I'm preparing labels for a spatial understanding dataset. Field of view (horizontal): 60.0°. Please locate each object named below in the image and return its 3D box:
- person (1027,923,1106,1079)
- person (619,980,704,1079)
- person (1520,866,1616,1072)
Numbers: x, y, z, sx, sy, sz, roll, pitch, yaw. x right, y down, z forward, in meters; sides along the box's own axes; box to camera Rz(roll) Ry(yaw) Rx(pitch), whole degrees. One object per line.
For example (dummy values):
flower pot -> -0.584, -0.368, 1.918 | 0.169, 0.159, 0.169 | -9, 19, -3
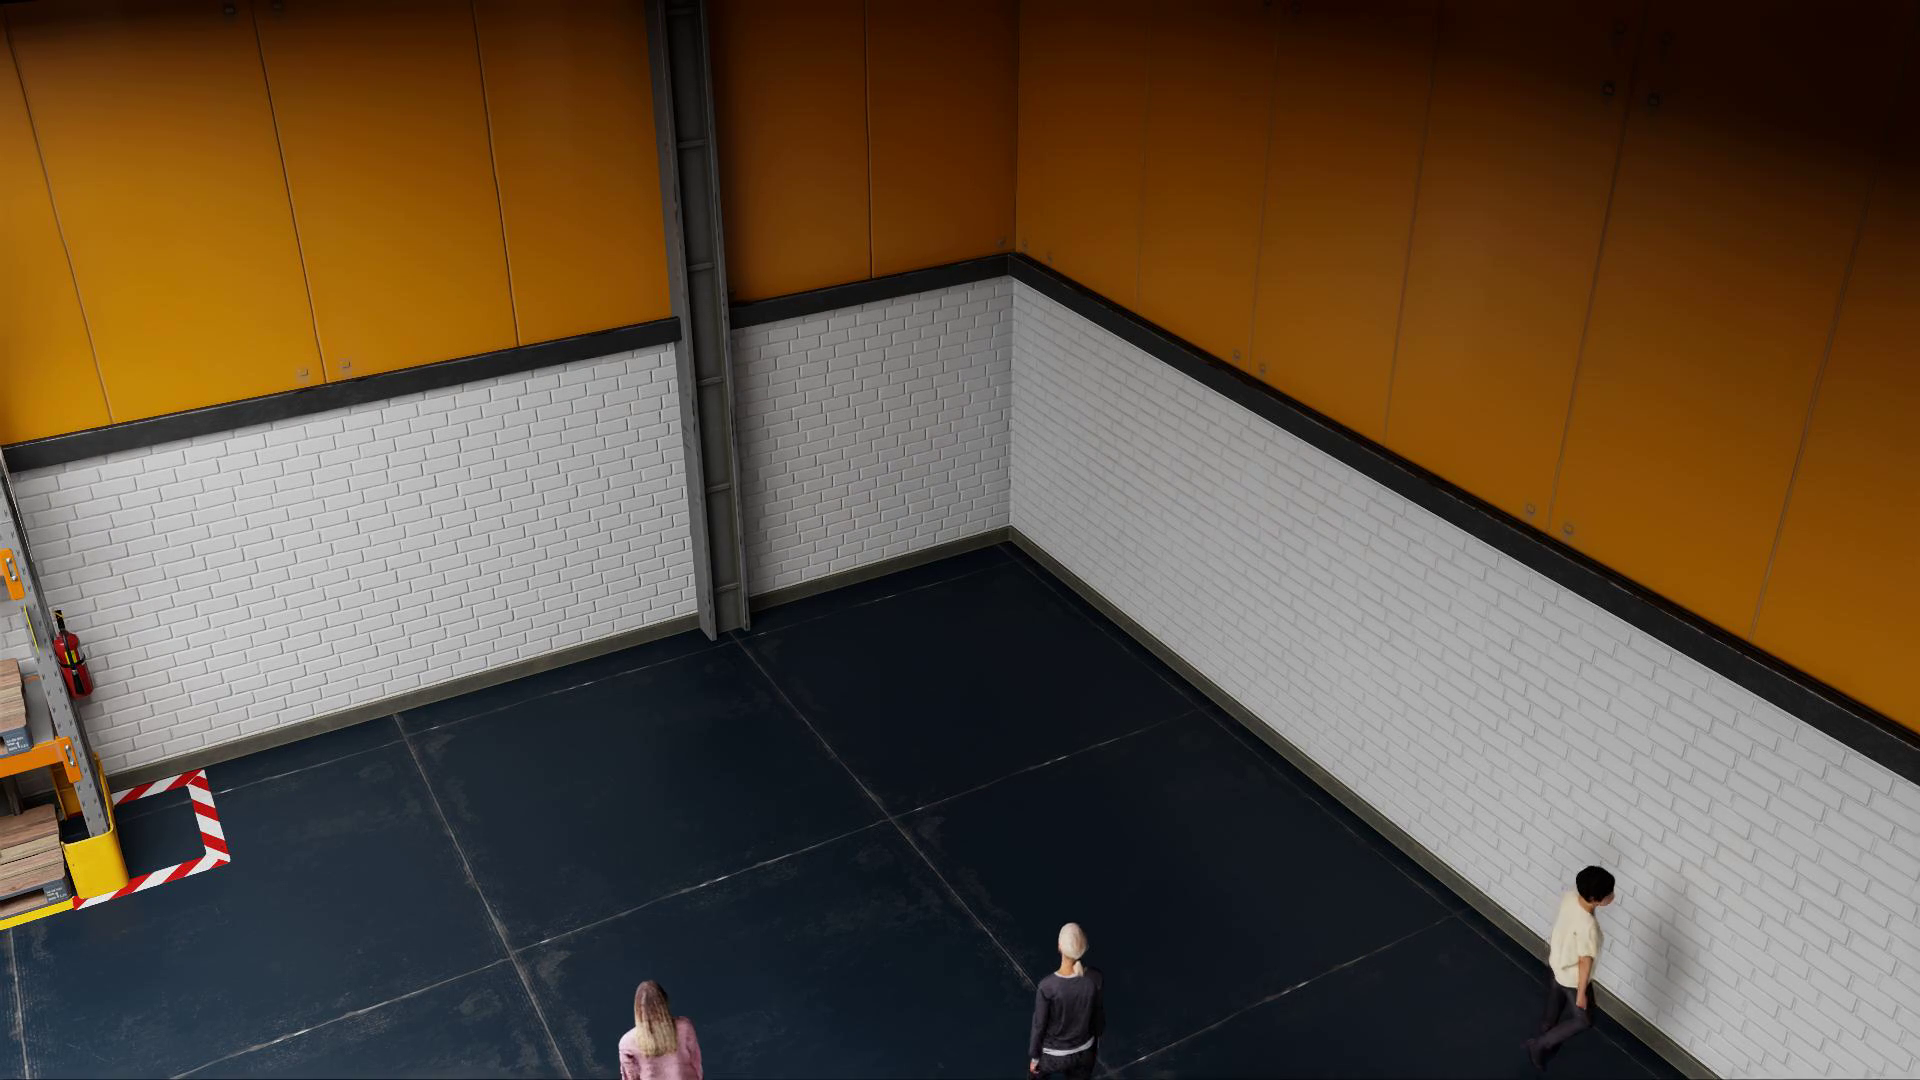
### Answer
person -> 0.637, 2.977, 9.626 | 0.629, 1.714, 0.759 | -8, 30, -14
person -> -1.618, 3.178, 9.305 | 1.038, 1.668, 0.854 | -7, 29, -12
person -> 3.768, 2.680, 10.303 | 0.762, 1.586, 0.738 | -5, 29, -10
